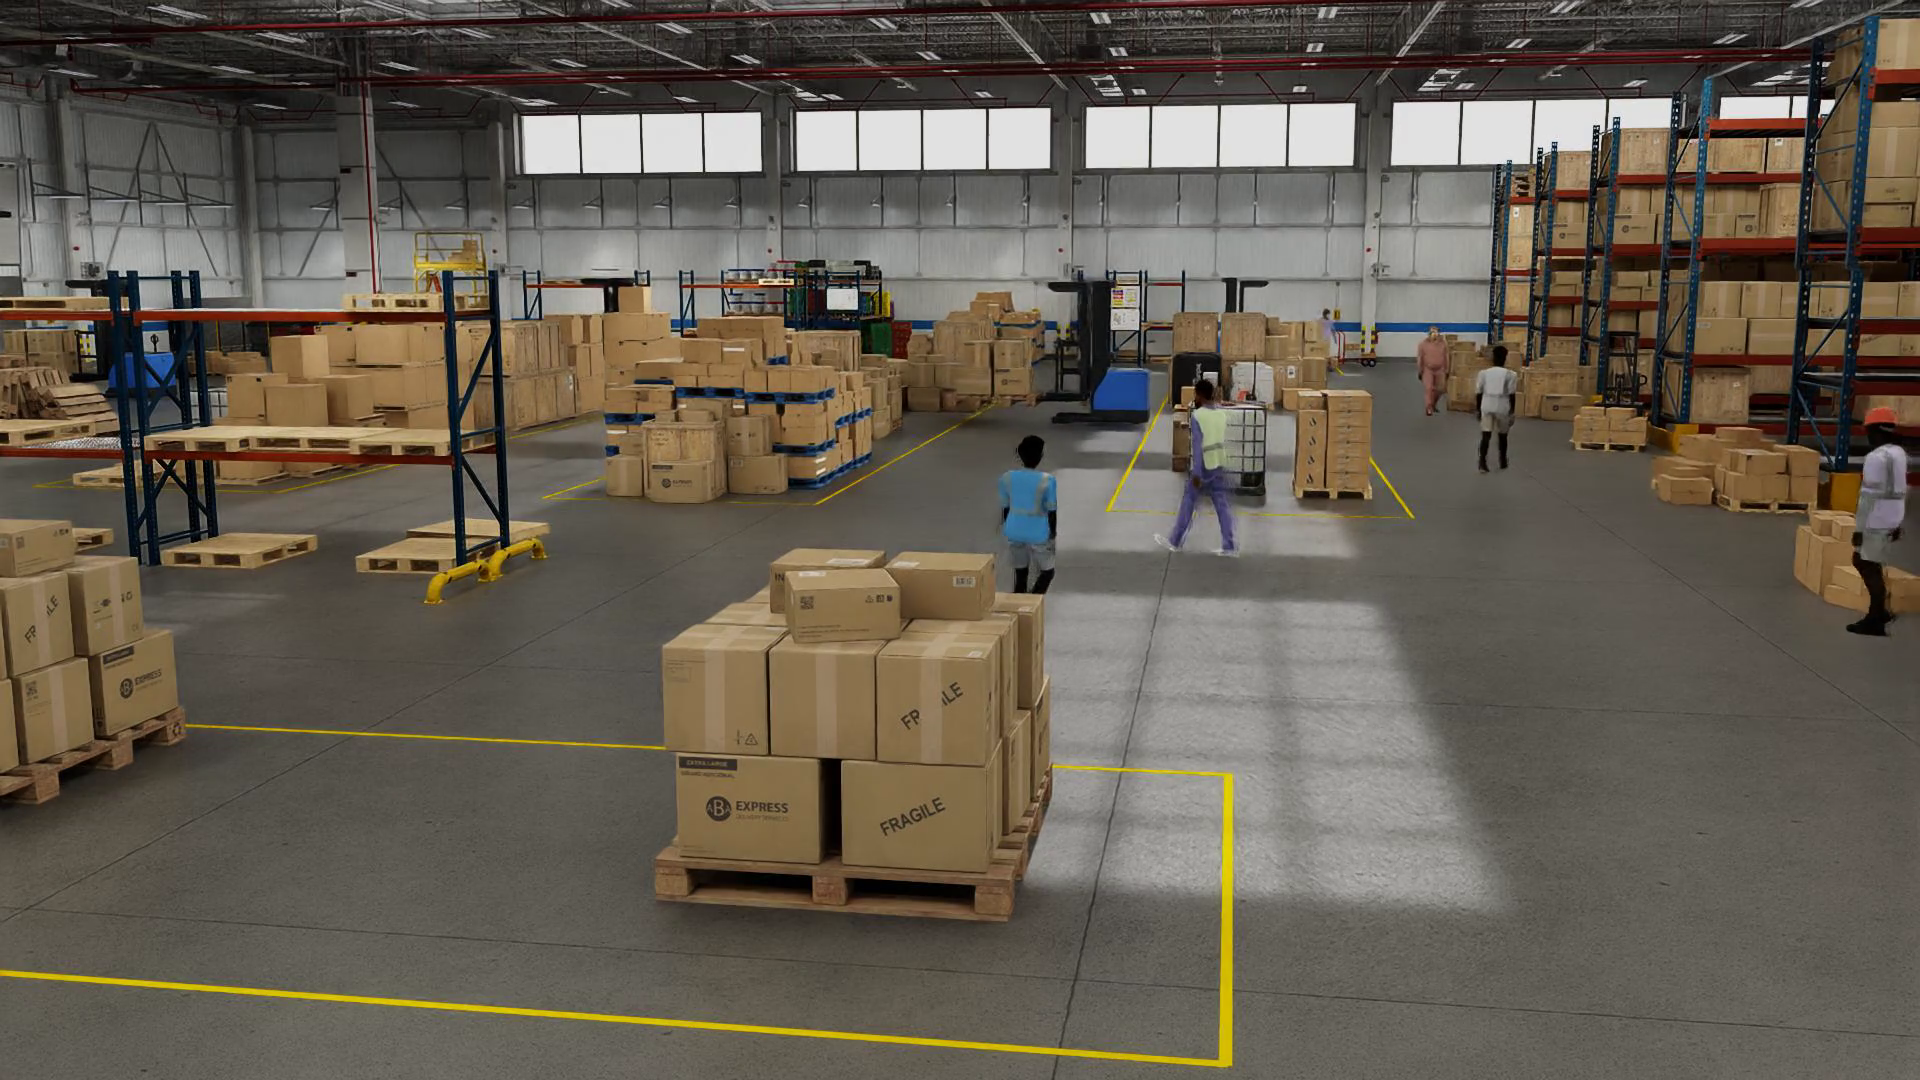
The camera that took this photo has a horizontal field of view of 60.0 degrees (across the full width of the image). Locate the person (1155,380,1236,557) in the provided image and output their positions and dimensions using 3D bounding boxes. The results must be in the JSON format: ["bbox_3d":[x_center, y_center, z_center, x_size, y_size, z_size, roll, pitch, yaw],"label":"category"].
[{"bbox_3d":[2.575,-0.773,17.789,0.986,1.864,0.623,9,13,44],"label":"person"}]

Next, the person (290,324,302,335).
[{"bbox_3d":[-13.870,-3.566,34.848,0.649,1.921,0.440,-1,9,-6],"label":"person"}]

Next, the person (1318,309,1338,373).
[{"bbox_3d":[10.966,-5.928,49.516,0.769,1.876,0.985,-7,11,-36],"label":"person"}]

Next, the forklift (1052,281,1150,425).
[{"bbox_3d":[2.811,-3.711,32.801,1.873,2.768,1.129,1,9,9],"label":"forklift"}]

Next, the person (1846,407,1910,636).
[{"bbox_3d":[7.616,-0.146,13.838,0.625,1.902,0.455,-7,12,-38],"label":"person"}]

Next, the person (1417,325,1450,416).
[{"bbox_3d":[9.894,-3.530,34.725,0.682,1.890,0.439,0,9,3],"label":"person"}]

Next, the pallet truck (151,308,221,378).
[{"bbox_3d":[-21.869,-5.598,47.154,0.823,1.965,1.885,4,10,26],"label":"pallet truck"}]

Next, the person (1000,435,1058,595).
[{"bbox_3d":[0.576,-0.036,13.823,0.535,1.685,0.371,5,10,27],"label":"person"}]

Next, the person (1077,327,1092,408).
[{"bbox_3d":[2.942,-3.897,36.757,0.625,1.968,0.620,5,10,26],"label":"person"}]

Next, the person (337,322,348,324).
[{"bbox_3d":[-18.727,-6.175,50.895,0.628,1.940,0.373,2,9,9],"label":"person"}]

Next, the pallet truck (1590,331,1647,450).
[{"bbox_3d":[11.253,-2.573,28.499,0.823,1.965,1.885,5,10,27],"label":"pallet truck"}]

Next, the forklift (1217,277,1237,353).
[{"bbox_3d":[7.846,-6.233,48.359,1.873,2.768,1.129,1,9,9],"label":"forklift"}]

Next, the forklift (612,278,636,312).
[{"bbox_3d":[-9.144,-5.767,45.484,1.873,2.768,1.129,1,9,9],"label":"forklift"}]

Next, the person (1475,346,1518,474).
[{"bbox_3d":[8.007,-1.946,24.889,0.619,1.920,0.994,6,11,32],"label":"person"}]

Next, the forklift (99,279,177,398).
[{"bbox_3d":[-19.606,-4.720,39.027,1.873,2.768,1.129,1,9,9],"label":"forklift"}]
